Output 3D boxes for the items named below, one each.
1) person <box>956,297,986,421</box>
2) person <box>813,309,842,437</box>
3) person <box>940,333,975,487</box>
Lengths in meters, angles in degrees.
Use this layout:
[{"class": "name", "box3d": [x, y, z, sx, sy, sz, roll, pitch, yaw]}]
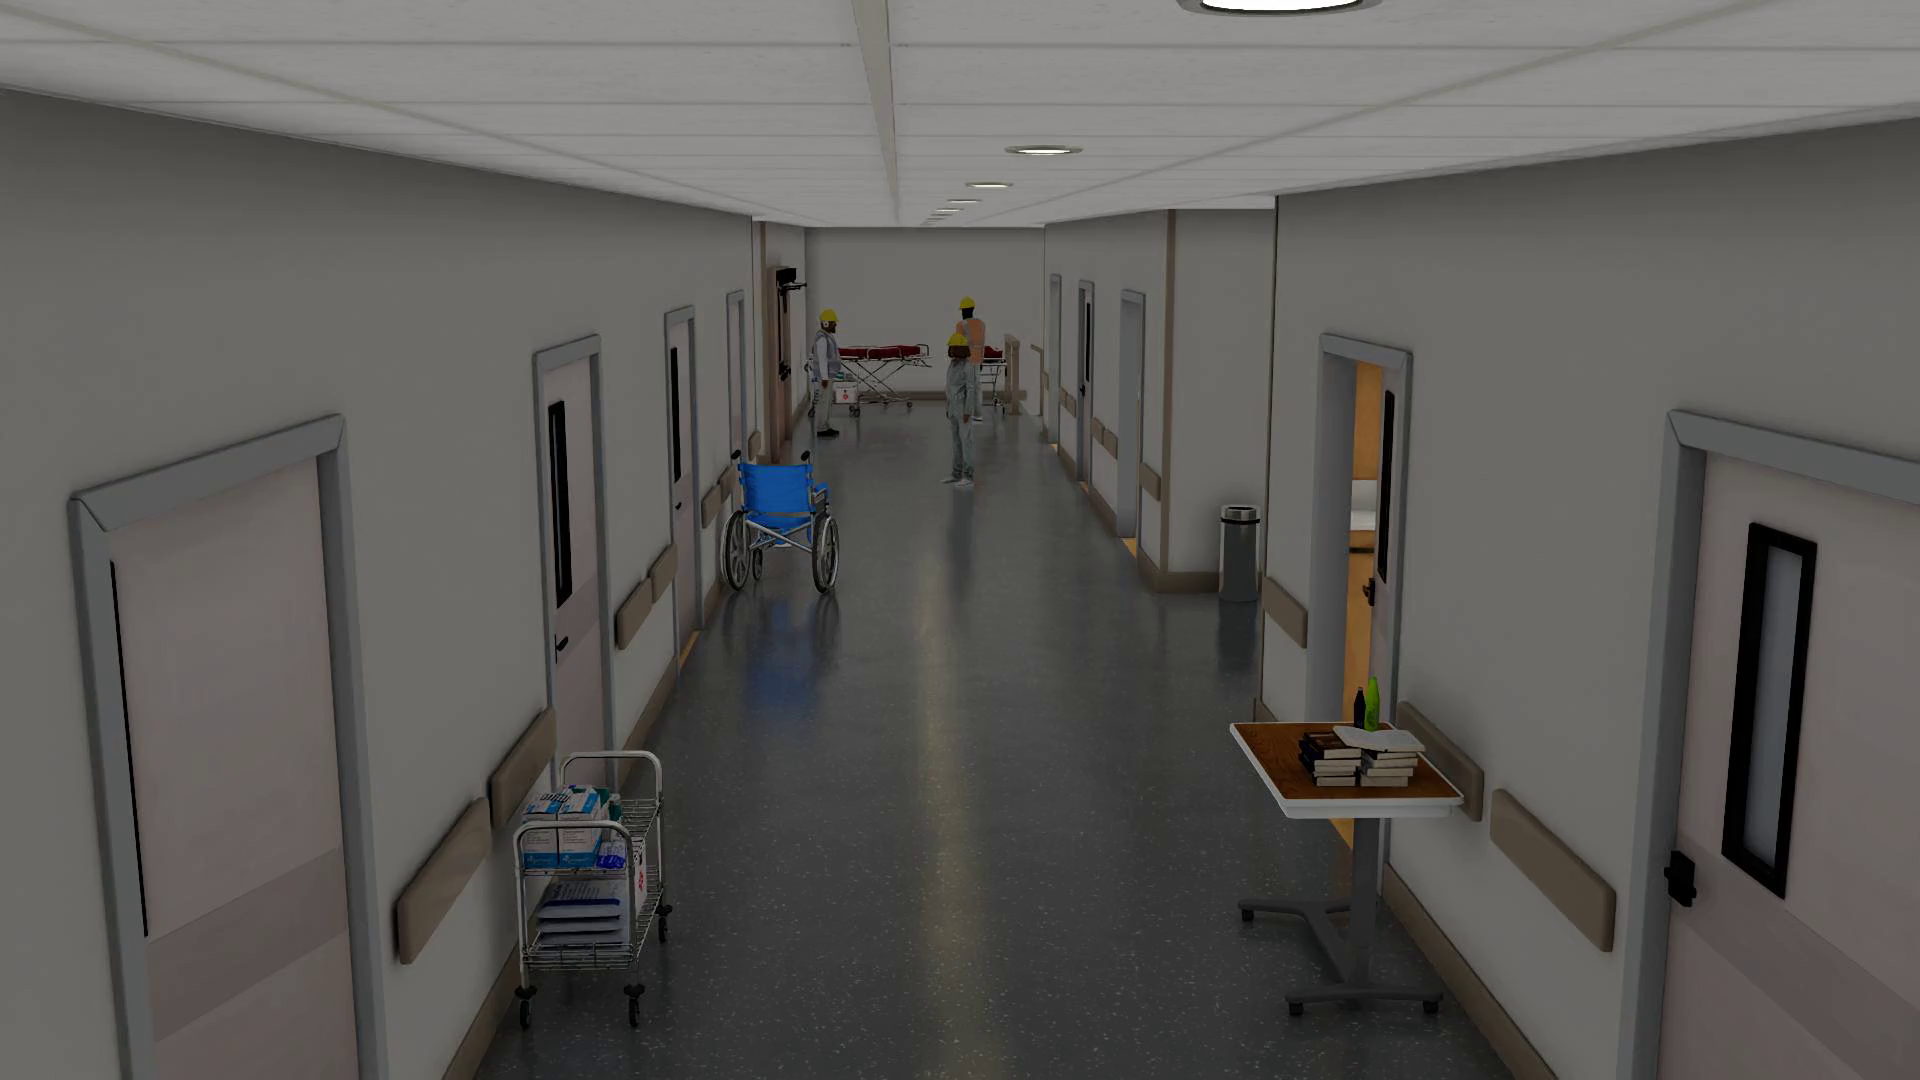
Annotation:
[{"class": "person", "box3d": [0.137, -2.777, 25.676, 0.586, 1.920, 0.397, -10, 14, -44]}, {"class": "person", "box3d": [-1.891, -2.373, 23.705, 0.404, 1.824, 0.586, 0, 10, 2]}, {"class": "person", "box3d": [-0.021, -1.482, 18.943, 0.299, 1.745, 0.483, -6, 12, -30]}]
